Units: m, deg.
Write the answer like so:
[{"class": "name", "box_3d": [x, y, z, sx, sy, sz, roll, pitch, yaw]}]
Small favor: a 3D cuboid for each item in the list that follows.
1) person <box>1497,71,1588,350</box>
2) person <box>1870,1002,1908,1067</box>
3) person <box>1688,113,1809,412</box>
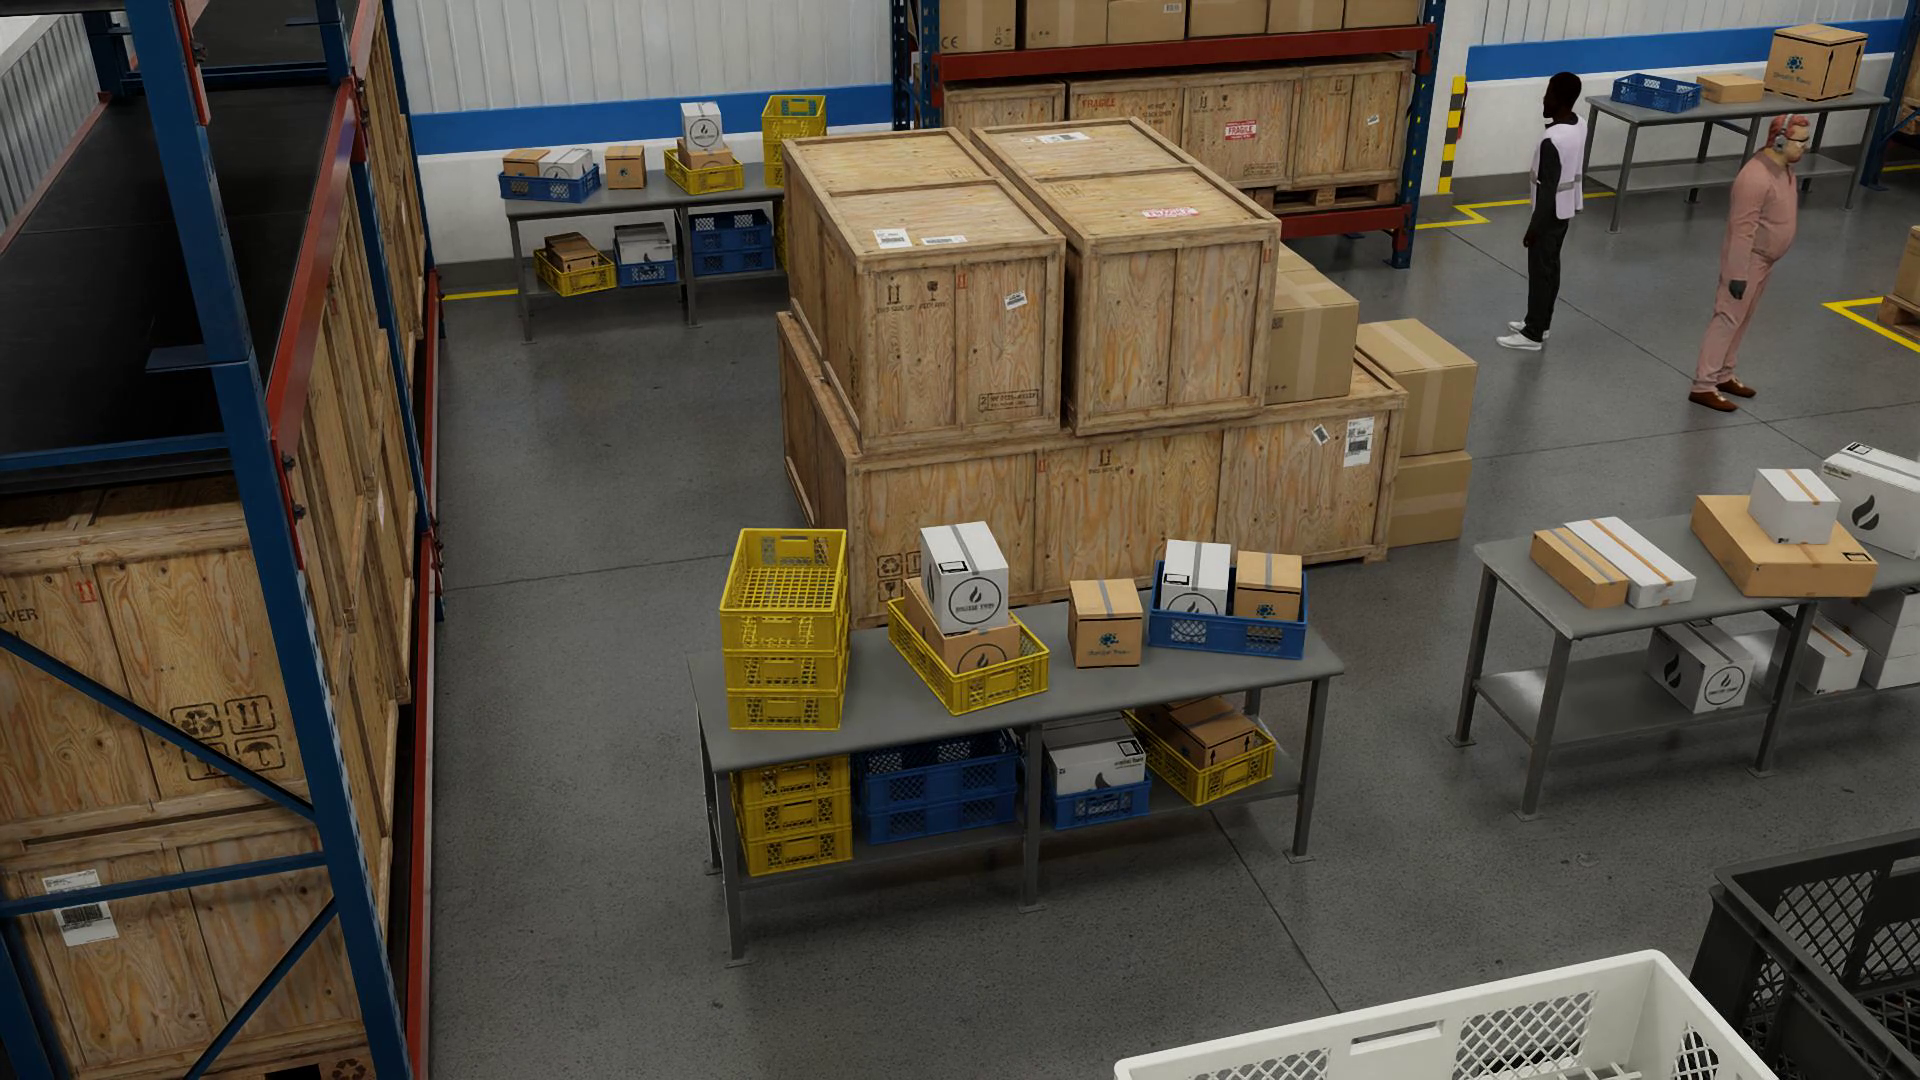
[{"class": "person", "box_3d": [4.071, -2.256, 11.489, 0.398, 1.918, 0.589, 18, 34, 30]}, {"class": "person", "box_3d": [2.042, 1.816, 4.176, 0.429, 1.844, 0.625, -20, 35, -32]}, {"class": "person", "box_3d": [5.078, -1.774, 10.639, 0.400, 1.901, 0.646, 23, 36, 35]}]
